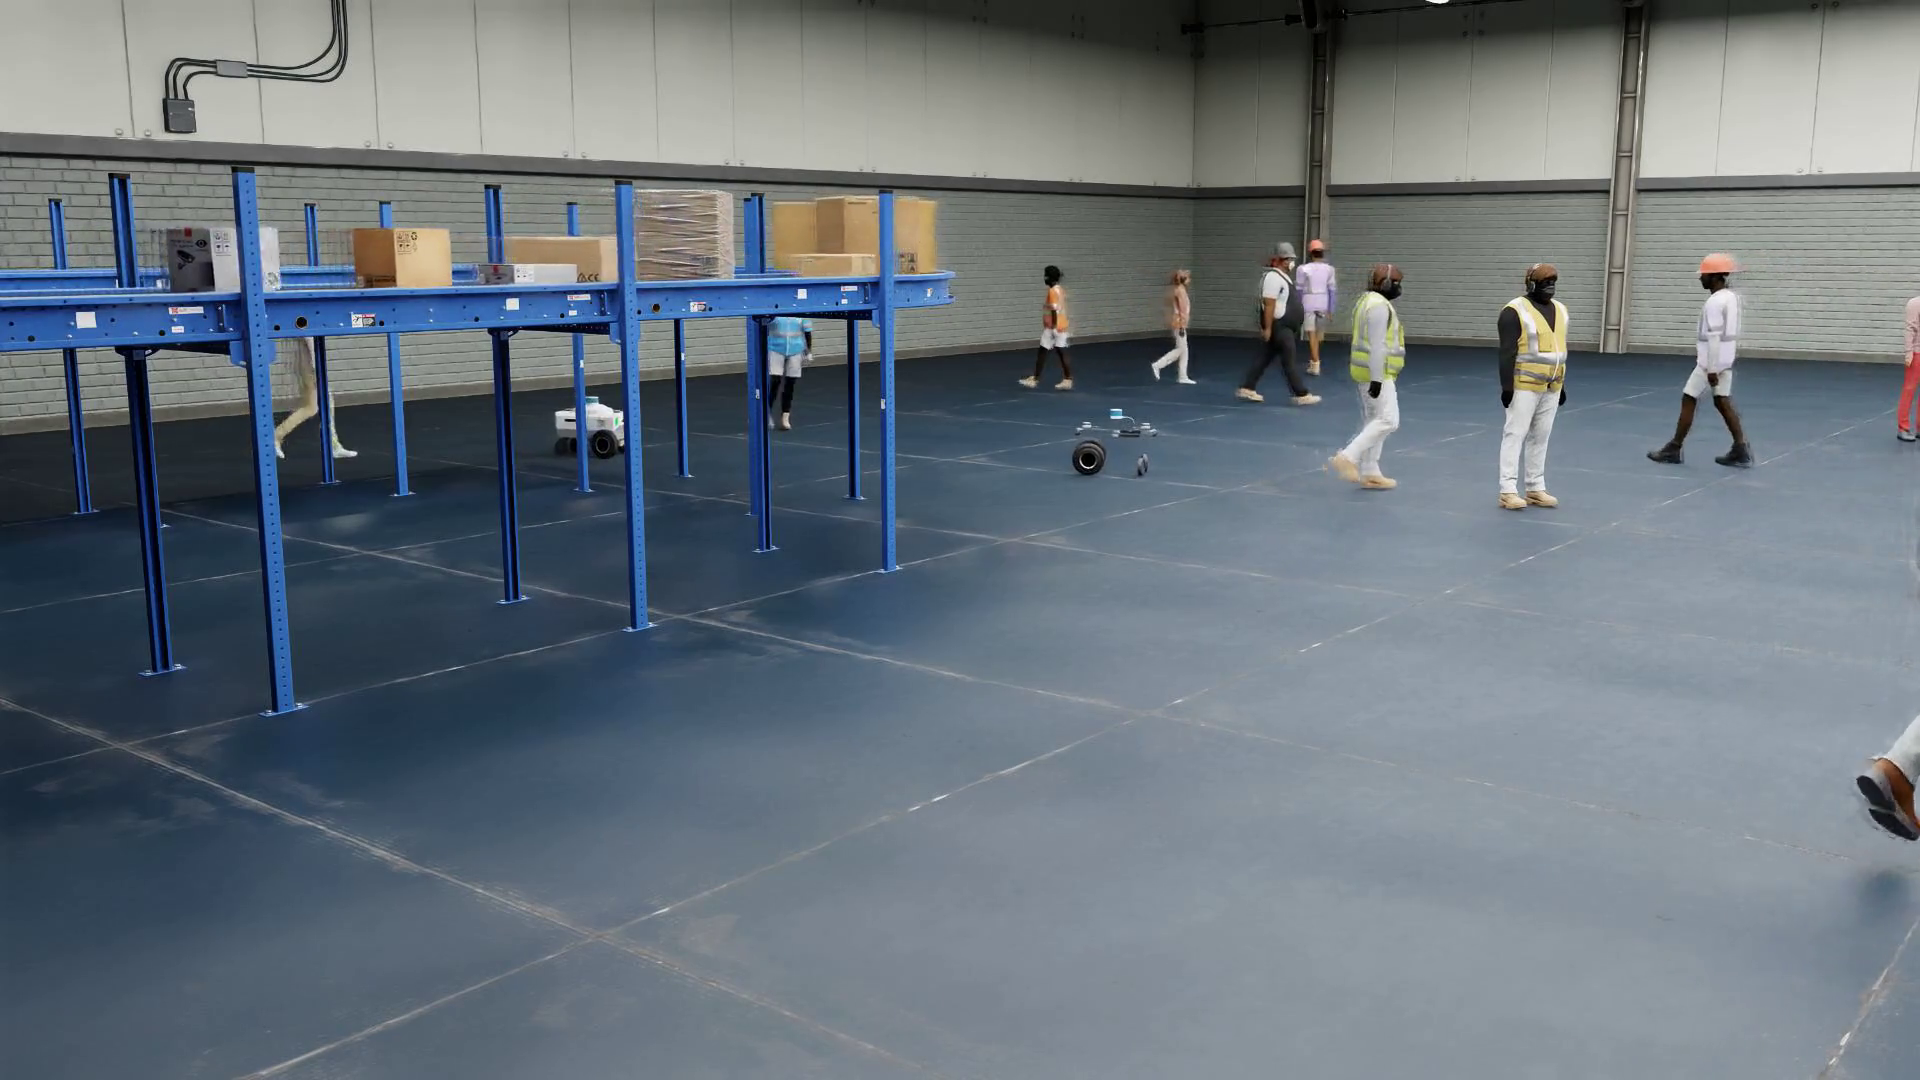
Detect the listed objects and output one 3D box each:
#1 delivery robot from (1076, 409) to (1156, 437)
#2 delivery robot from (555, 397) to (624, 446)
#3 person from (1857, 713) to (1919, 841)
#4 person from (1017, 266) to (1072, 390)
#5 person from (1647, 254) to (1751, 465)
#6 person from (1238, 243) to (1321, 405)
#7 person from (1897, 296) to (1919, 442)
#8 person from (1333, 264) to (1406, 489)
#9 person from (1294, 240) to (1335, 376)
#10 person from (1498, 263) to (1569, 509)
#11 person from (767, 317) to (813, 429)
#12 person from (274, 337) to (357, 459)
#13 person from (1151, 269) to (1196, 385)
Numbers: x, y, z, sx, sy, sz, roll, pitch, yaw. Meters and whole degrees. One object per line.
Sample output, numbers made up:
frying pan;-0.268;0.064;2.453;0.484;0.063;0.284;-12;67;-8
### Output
delivery robot;1.369;-1.033;14.578;0.698;0.223;0.335;1;10;6
delivery robot;-3.469;-1.115;15.750;0.707;0.478;0.477;4;11;18
person;3.311;0.125;5.258;0.603;1.923;0.628;-1;10;-8
person;1.162;-2.866;22.501;0.806;1.658;0.554;2;11;14
person;6.780;-1.631;15.037;0.858;1.902;0.549;10;14;43
person;3.952;-2.693;20.638;1.041;2.000;0.691;3;11;17
person;9.772;-1.887;16.816;0.525;1.769;0.308;-3;11;-16
person;3.374;-1.324;13.539;0.470;1.821;0.648;1;10;7
person;5.293;-3.514;25.176;0.616;2.002;0.968;-3;11;-16
person;4.355;-1.164;12.597;0.634;1.842;0.429;-5;11;-26
person;-1.842;-1.998;17.682;0.557;1.661;0.446;-3;11;-18
person;-6.029;-1.539;15.335;0.734;1.604;0.507;-4;11;-23
person;3.014;-2.984;23.314;0.580;1.619;0.521;0;10;0
